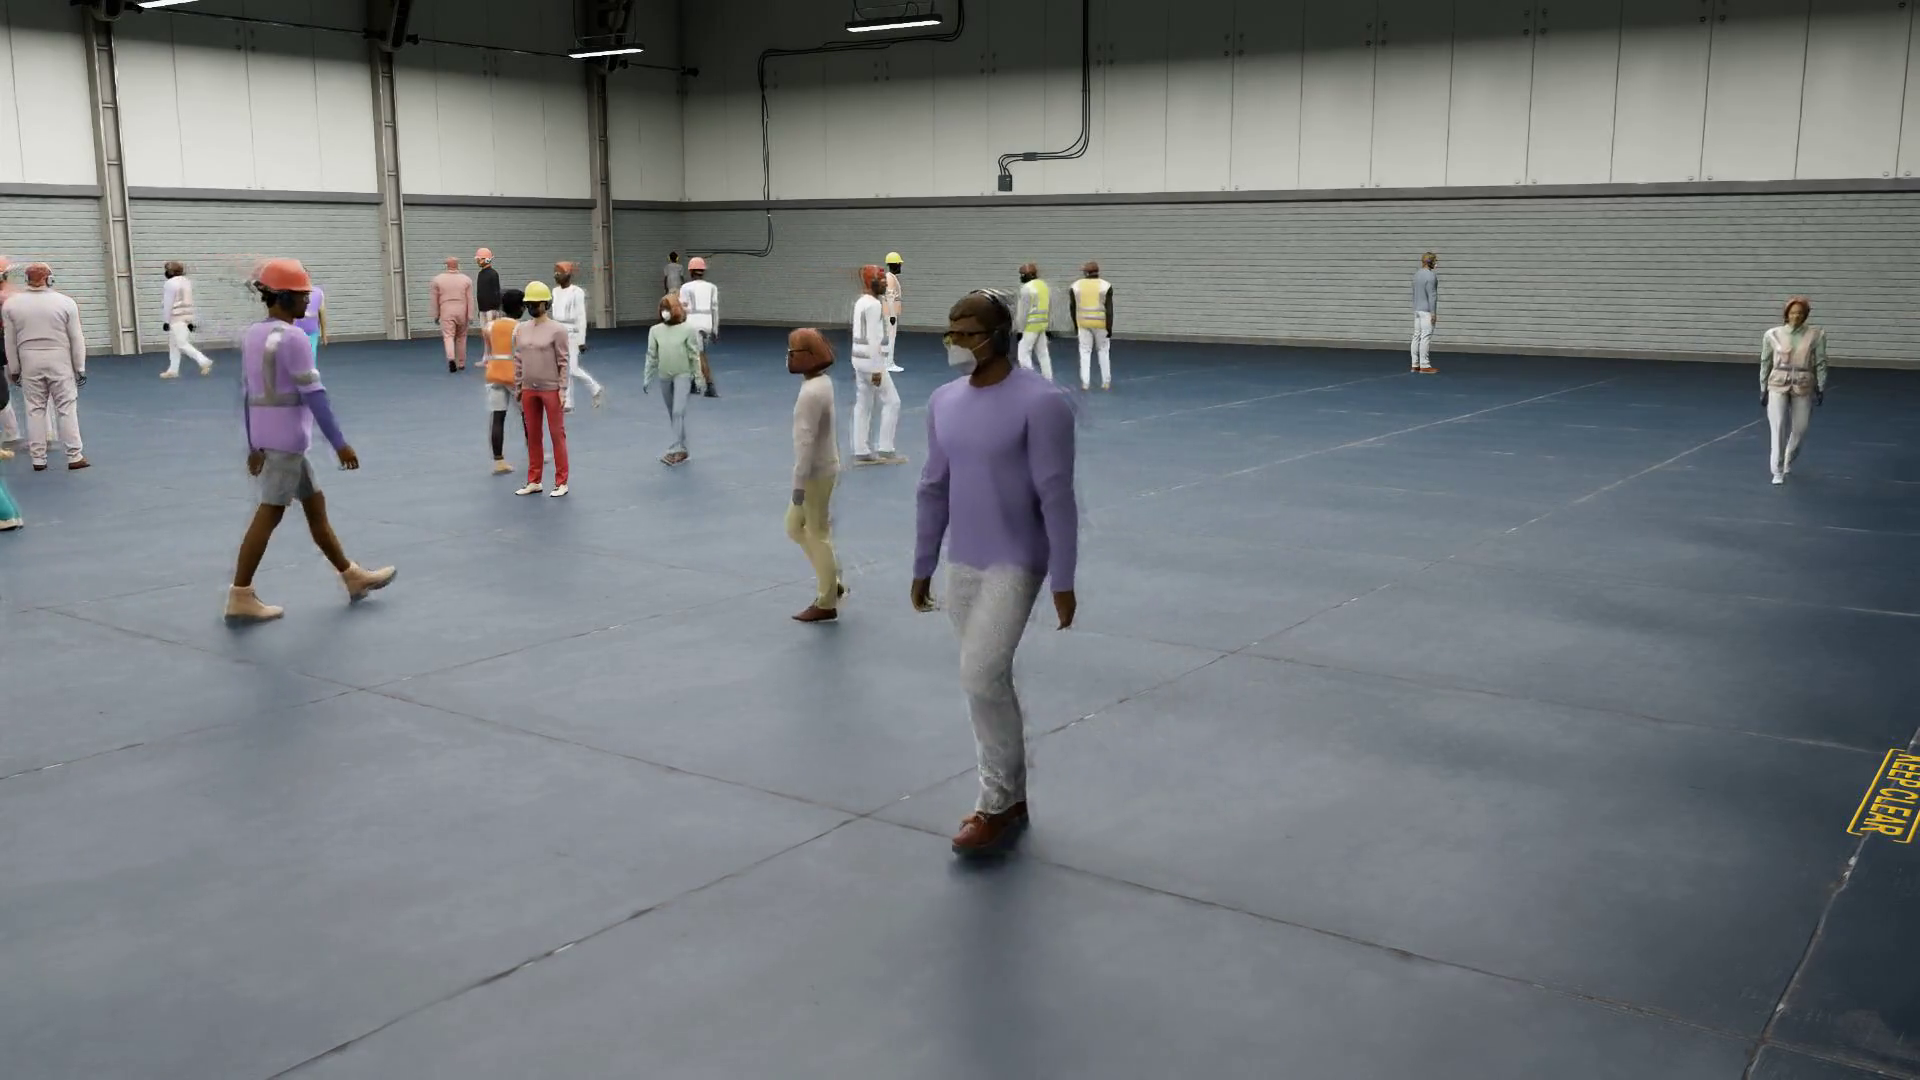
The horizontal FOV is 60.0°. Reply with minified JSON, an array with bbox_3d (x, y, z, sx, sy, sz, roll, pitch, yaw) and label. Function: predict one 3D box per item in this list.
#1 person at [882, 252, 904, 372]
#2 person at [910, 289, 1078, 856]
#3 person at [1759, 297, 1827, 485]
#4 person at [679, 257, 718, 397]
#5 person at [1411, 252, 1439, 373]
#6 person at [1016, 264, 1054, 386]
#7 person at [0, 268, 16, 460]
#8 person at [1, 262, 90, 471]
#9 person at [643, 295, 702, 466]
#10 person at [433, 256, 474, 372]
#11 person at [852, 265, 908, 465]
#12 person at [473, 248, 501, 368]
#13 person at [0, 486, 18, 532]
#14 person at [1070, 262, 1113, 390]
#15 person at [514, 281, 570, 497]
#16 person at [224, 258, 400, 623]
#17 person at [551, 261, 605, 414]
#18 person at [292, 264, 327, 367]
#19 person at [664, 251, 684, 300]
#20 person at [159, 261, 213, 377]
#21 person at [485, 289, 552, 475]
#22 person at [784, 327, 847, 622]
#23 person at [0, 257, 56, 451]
[{"bbox_3d":[-1.088,-3.699,27.017,0.355,1.930,0.593,0,10,-1],"label":"person"},{"bbox_3d":[0.050,0.119,5.661,0.645,1.915,0.665,-9,14,-42],"label":"person"},{"bbox_3d":[7.246,-1.309,14.506,0.522,1.620,0.635,4,11,21],"label":"person"},{"bbox_3d":[-3.559,-2.902,22.684,0.563,1.893,0.988,-8,13,-37],"label":"person"},{"bbox_3d":[7.463,-3.639,26.657,0.372,1.940,0.629,-2,10,-12],"label":"person"},{"bbox_3d":[1.055,-2.920,23.064,0.443,1.806,0.825,7,12,32],"label":"person"},{"bbox_3d":[-9.268,-1.750,15.789,0.545,2.000,0.715,-5,11,-28],"label":"person"},{"bbox_3d":[-8.370,-1.589,15.270,0.652,1.904,0.403,-3,10,-15],"label":"person"},{"bbox_3d":[-2.718,-1.488,15.583,0.529,1.590,0.826,3,11,19],"label":"person"},{"bbox_3d":[-8.231,-3.667,27.047,0.645,1.879,0.907,-3,11,-18],"label":"person"},{"bbox_3d":[-0.723,-1.625,15.569,0.645,1.865,0.606,-4,11,-19],"label":"person"},{"bbox_3d":[-7.933,-3.892,27.916,0.381,1.994,0.620,-10,14,-43],"label":"person"},{"bbox_3d":[-7.269,-0.874,11.844,0.943,1.691,0.582,-3,11,-17],"label":"person"},{"bbox_3d":[1.871,-3.043,23.664,0.644,1.810,0.617,3,10,15],"label":"person"},{"bbox_3d":[-3.442,-1.234,13.671,0.522,1.770,0.310,4,11,21],"label":"person"},{"bbox_3d":[-3.685,-0.562,9.274,1.066,1.984,0.631,-8,13,-39],"label":"person"},{"bbox_3d":[-4.696,-2.447,20.197,0.579,1.868,0.609,9,14,43],"label":"person"},{"bbox_3d":[-8.601,-2.705,21.782,0.579,1.822,0.848,-3,11,-16],"label":"person"},{"bbox_3d":[-7.077,-6.208,41.235,0.520,1.874,0.332,0,10,-2],"label":"person"},{"bbox_3d":[-12.001,-3.397,25.661,0.819,1.819,0.624,-1,10,-3],"label":"person"},{"bbox_3d":[-4.029,-1.448,15.152,0.531,1.649,0.825,4,11,20],"label":"person"},{"bbox_3d":[-0.822,-0.346,9.080,0.349,1.617,0.527,0,10,1],"label":"person"},{"bbox_3d":[-9.435,-1.842,16.505,0.707,1.956,0.658,-3,10,-14],"label":"person"}]
